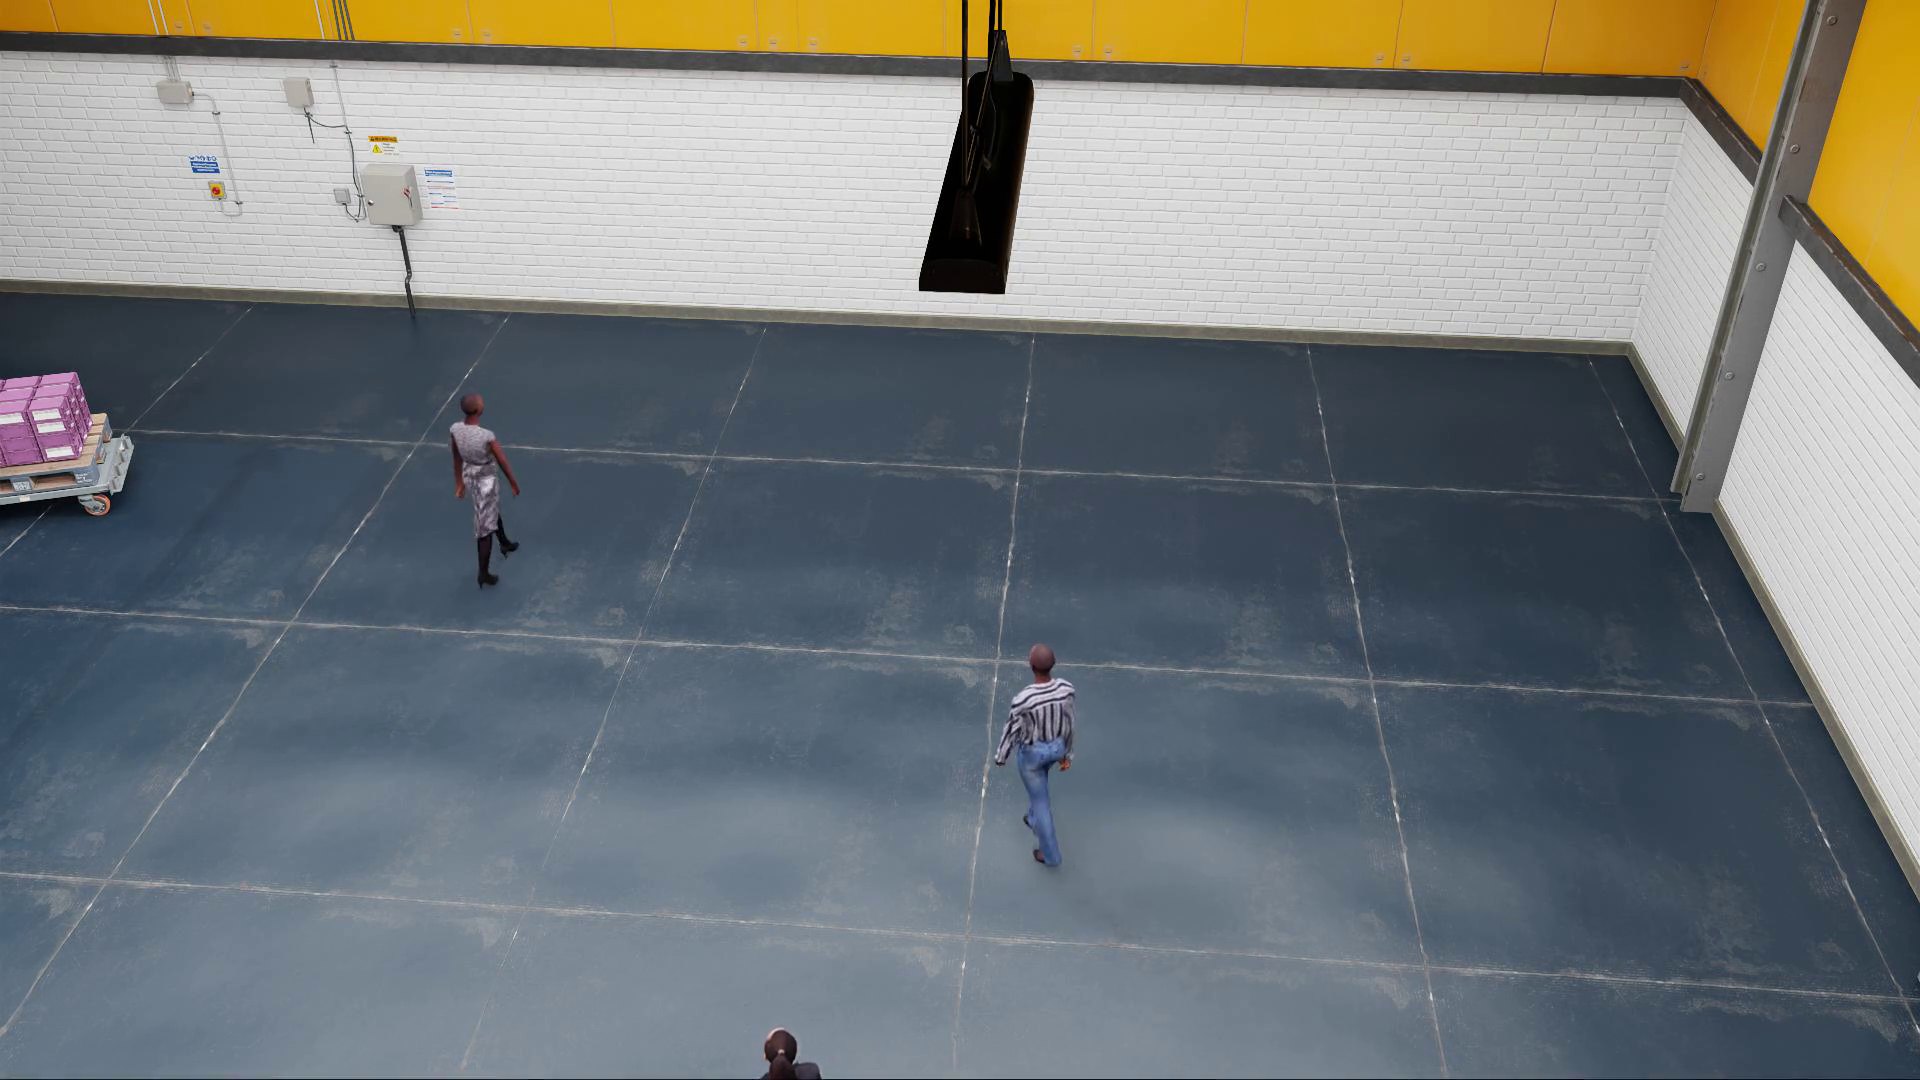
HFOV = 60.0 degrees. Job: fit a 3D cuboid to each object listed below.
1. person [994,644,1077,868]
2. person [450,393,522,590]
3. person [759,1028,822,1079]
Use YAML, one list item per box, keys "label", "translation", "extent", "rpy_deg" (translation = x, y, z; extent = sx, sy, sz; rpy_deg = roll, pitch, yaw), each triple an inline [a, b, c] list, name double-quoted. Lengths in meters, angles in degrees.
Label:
- label: "person"
  translation: [0.596, 1.515, 11.131]
  extent: [0.880, 1.772, 0.961]
  rpy_deg: [-20, 39, -27]
- label: "person"
  translation: [-4.068, -0.370, 13.976]
  extent: [0.817, 1.763, 1.005]
  rpy_deg: [13, 36, 19]
- label: "person"
  translation: [-0.886, 3.166, 8.703]
  extent: [0.640, 1.711, 0.641]
  rpy_deg: [-14, 36, -20]
